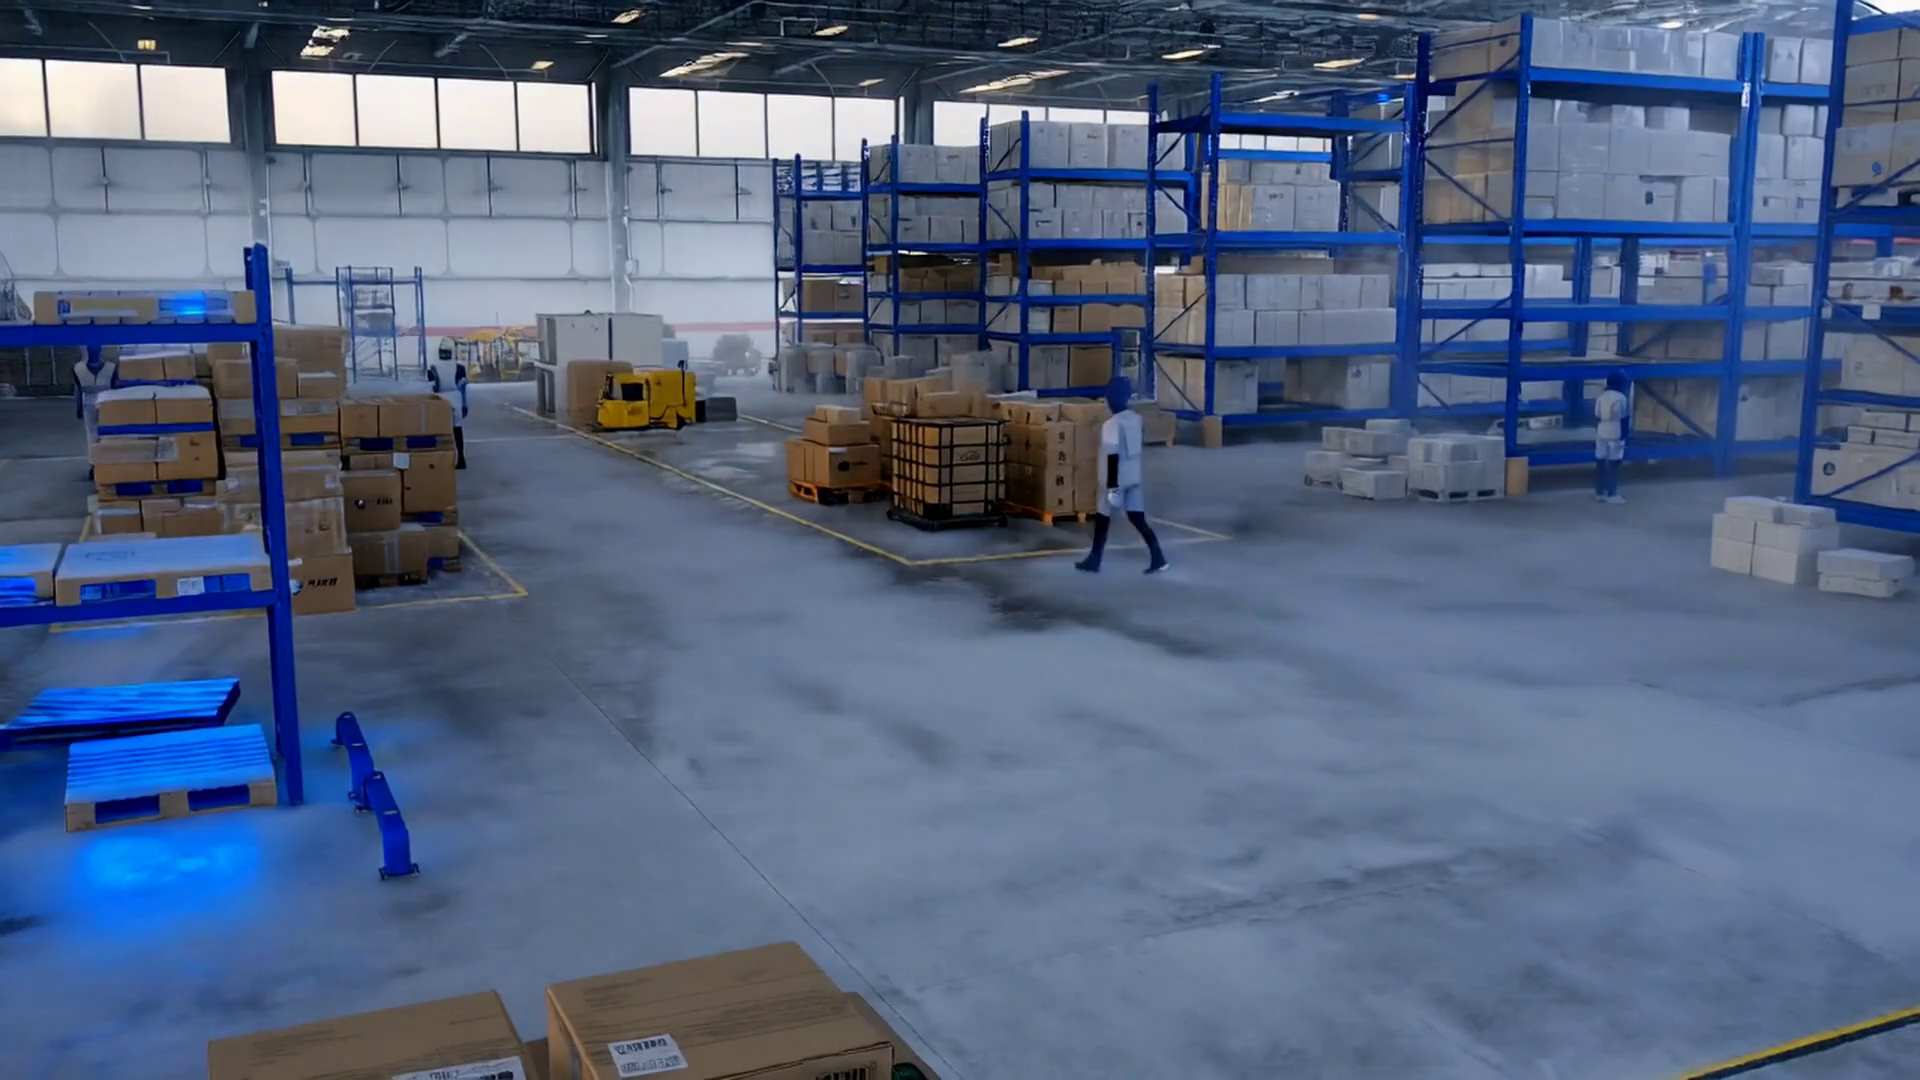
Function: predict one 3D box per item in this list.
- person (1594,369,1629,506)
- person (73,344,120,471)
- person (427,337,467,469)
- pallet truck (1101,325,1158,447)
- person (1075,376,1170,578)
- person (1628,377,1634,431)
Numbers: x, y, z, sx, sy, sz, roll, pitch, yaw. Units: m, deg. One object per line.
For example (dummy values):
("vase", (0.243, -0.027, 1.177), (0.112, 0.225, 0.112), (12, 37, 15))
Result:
("person", (8.108, -1.275, 20.672), (0.319, 1.692, 0.533), (-3, 10, -16))
("person", (-12.569, -1.941, 24.265), (0.614, 1.862, 0.986), (-4, 10, -24))
("person", (-7.500, -1.991, 24.356), (0.544, 1.939, 0.355), (-4, 10, -22))
("pallet truck", (2.881, -2.596, 27.923), (0.823, 1.965, 1.885), (-1, 9, -7))
("person", (1.567, -0.593, 15.750), (0.996, 1.928, 0.620), (8, 12, 40))
("person", (11.886, -2.788, 29.400), (0.408, 1.908, 0.641), (1, 9, 3))
